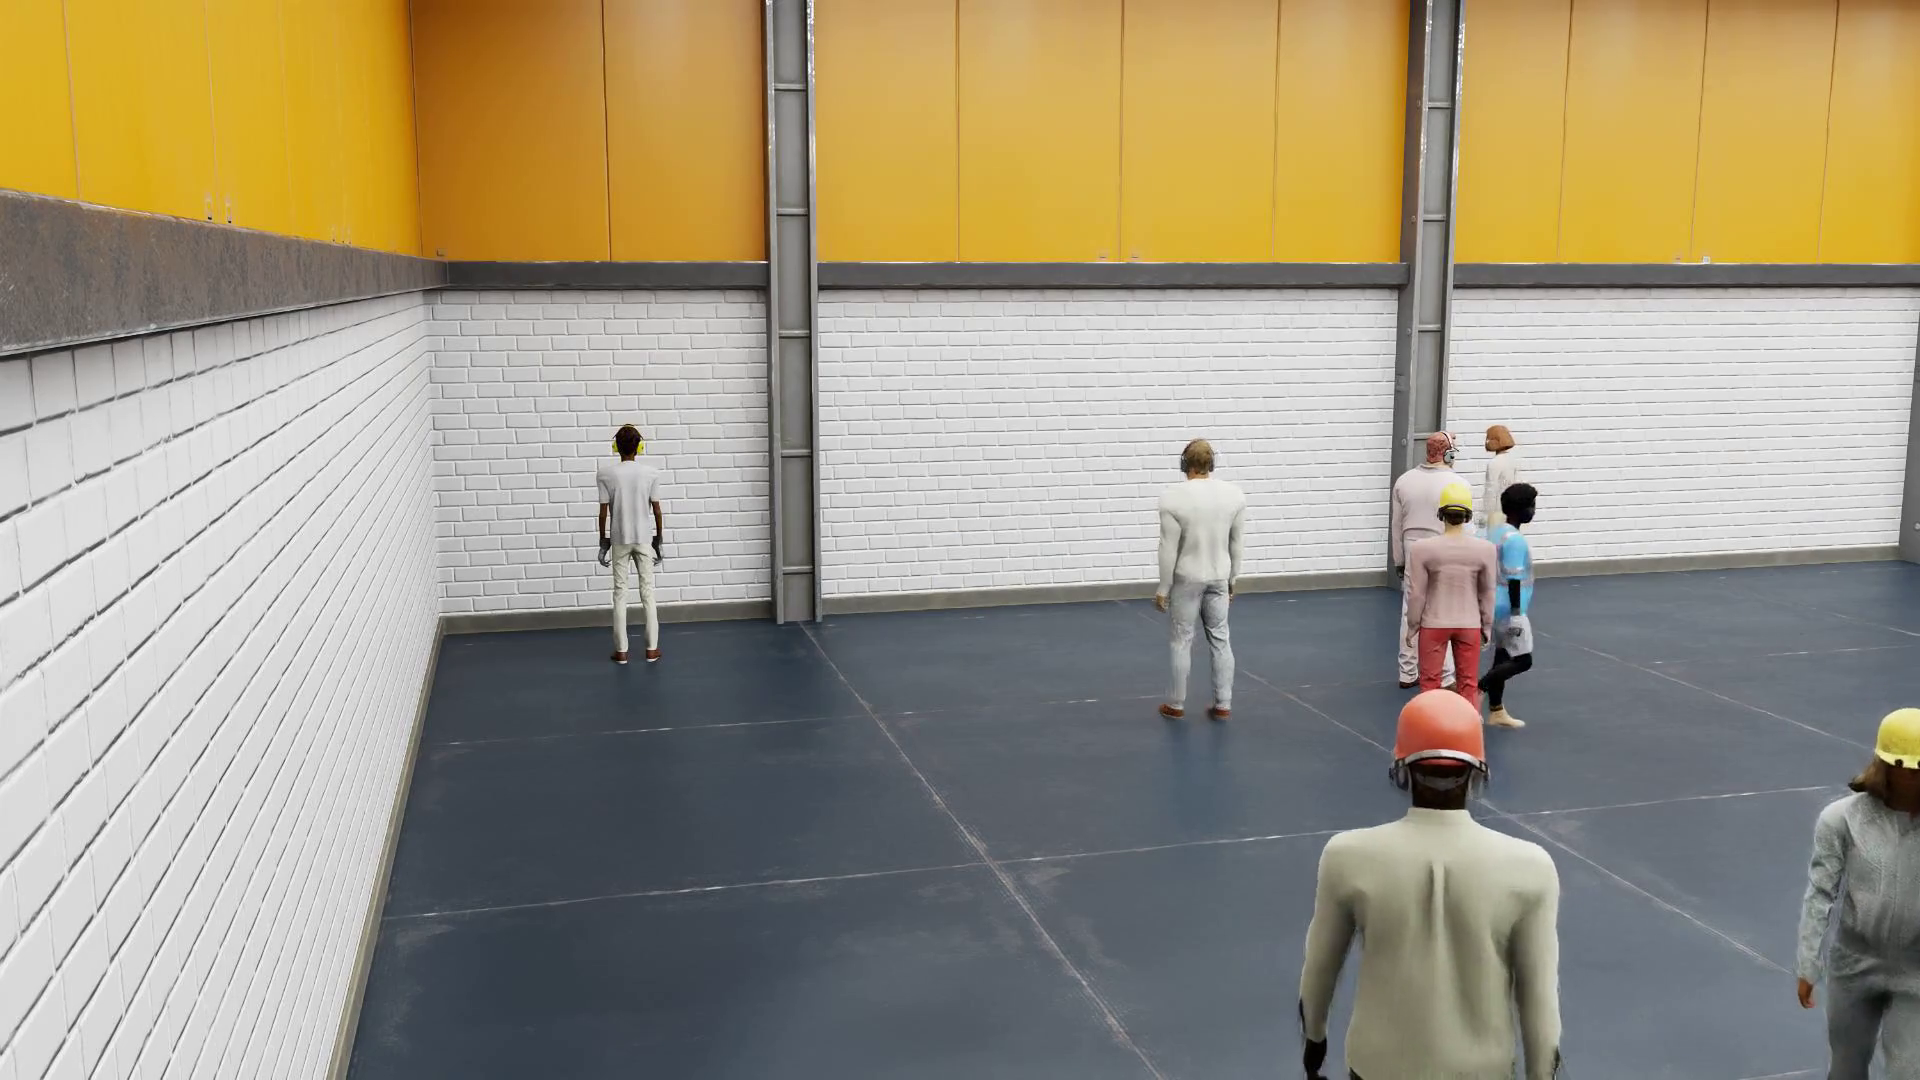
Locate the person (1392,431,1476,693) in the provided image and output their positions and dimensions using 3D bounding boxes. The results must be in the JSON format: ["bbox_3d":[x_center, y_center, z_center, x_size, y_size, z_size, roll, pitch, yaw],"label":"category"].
[{"bbox_3d":[3.441,0.162,12.027,0.401,1.906,0.651,-8,12,-40],"label":"person"}]

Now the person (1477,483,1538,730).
[{"bbox_3d":[3.541,0.452,10.899,0.437,1.680,0.581,1,9,7],"label":"person"}]

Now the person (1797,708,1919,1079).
[{"bbox_3d":[2.952,1.341,5.305,0.499,1.701,0.882,5,10,27],"label":"person"}]

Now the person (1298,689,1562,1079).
[{"bbox_3d":[1.246,1.362,4.493,0.655,1.911,0.998,2,9,13],"label":"person"}]

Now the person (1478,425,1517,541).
[{"bbox_3d":[5.015,-0.258,15.501,0.269,1.631,0.510,8,12,41],"label":"person"}]

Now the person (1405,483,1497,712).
[{"bbox_3d":[2.984,0.533,10.149,0.533,1.768,0.311,1,9,4],"label":"person"}]

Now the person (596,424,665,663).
[{"bbox_3d":[-2.565,0.030,12.965,0.521,1.871,0.325,-2,9,-14],"label":"person"}]

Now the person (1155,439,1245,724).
[{"bbox_3d":[1.602,0.287,11.266,0.642,1.929,0.571,-3,10,-17],"label":"person"}]
